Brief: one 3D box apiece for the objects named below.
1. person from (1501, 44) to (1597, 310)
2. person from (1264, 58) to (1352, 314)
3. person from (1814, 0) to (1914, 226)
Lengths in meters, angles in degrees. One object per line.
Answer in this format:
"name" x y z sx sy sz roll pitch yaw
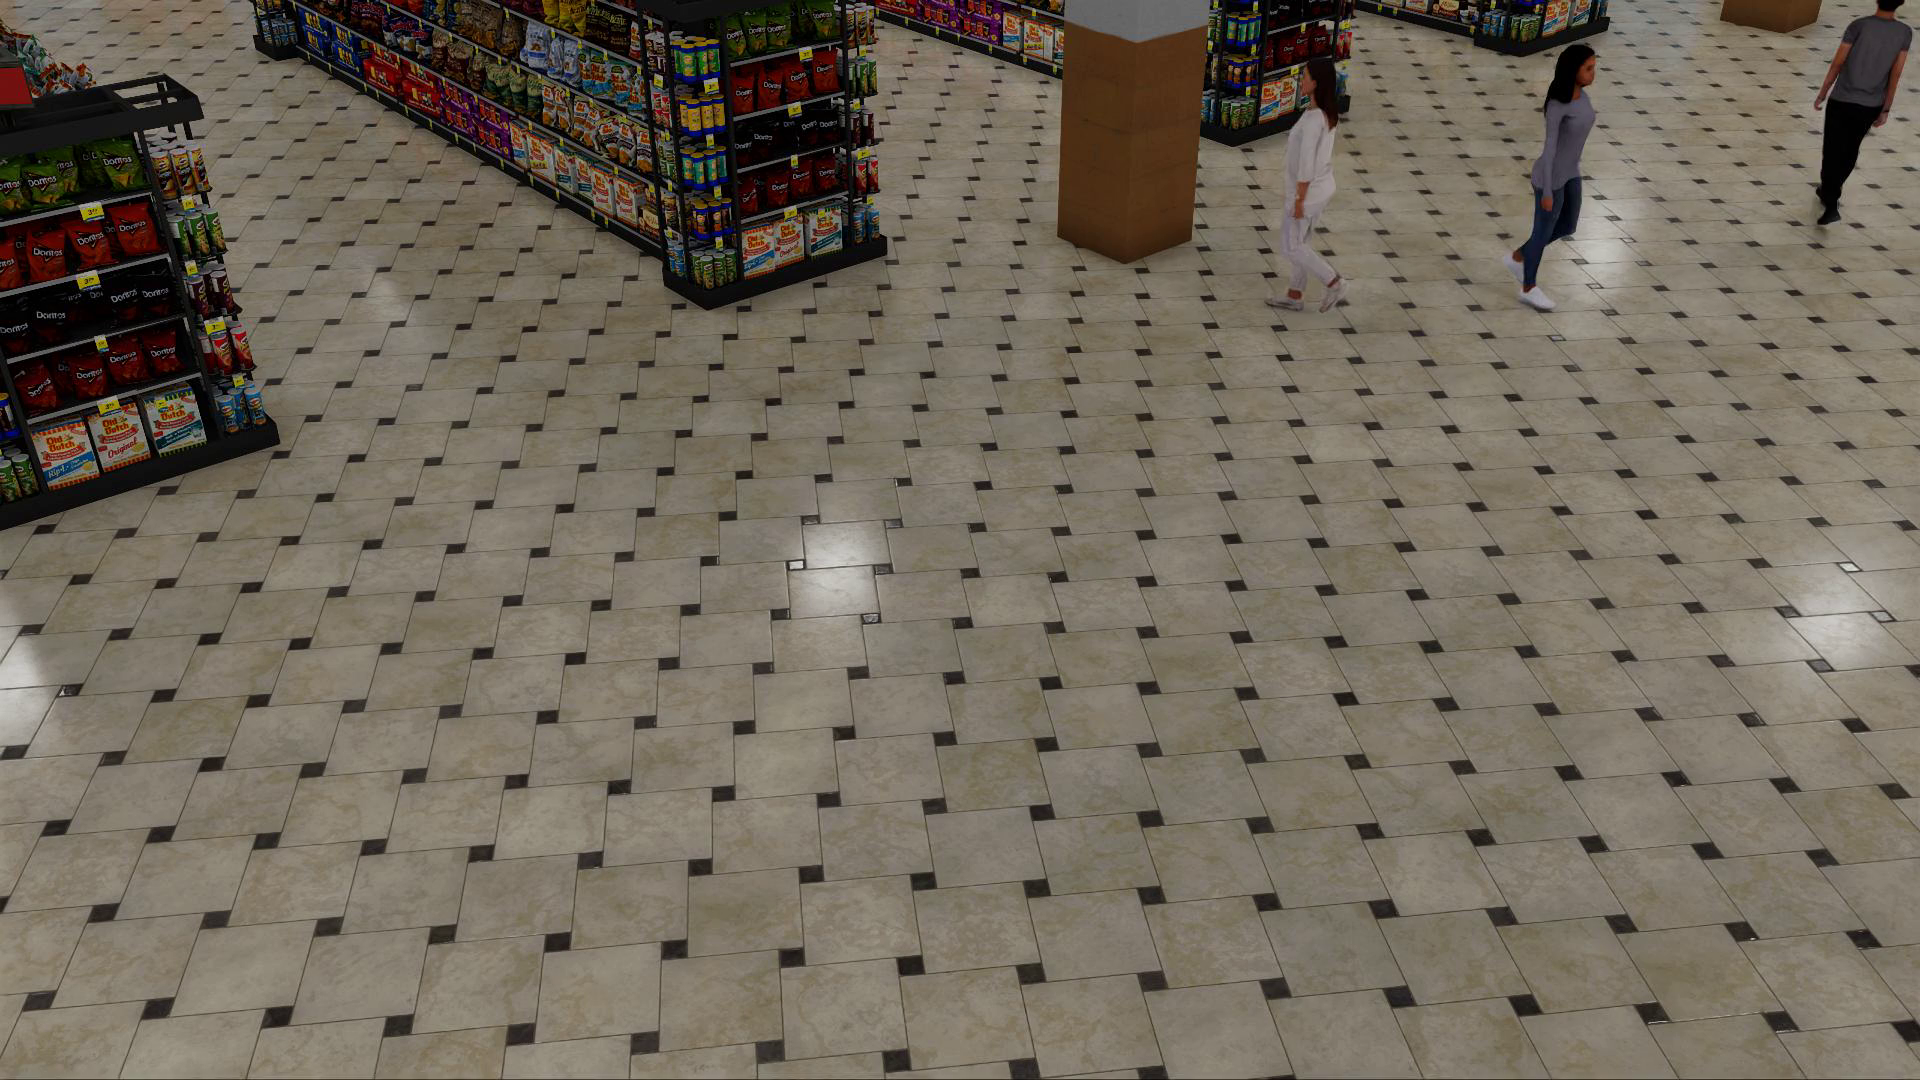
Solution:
"person" 3.748 -2.345 10.754 0.715 1.725 0.631 26 41 36
"person" 2.289 -2.208 10.581 0.916 1.676 0.797 14 34 21
"person" 6.471 -3.123 11.998 1.126 1.733 1.150 5 32 7
